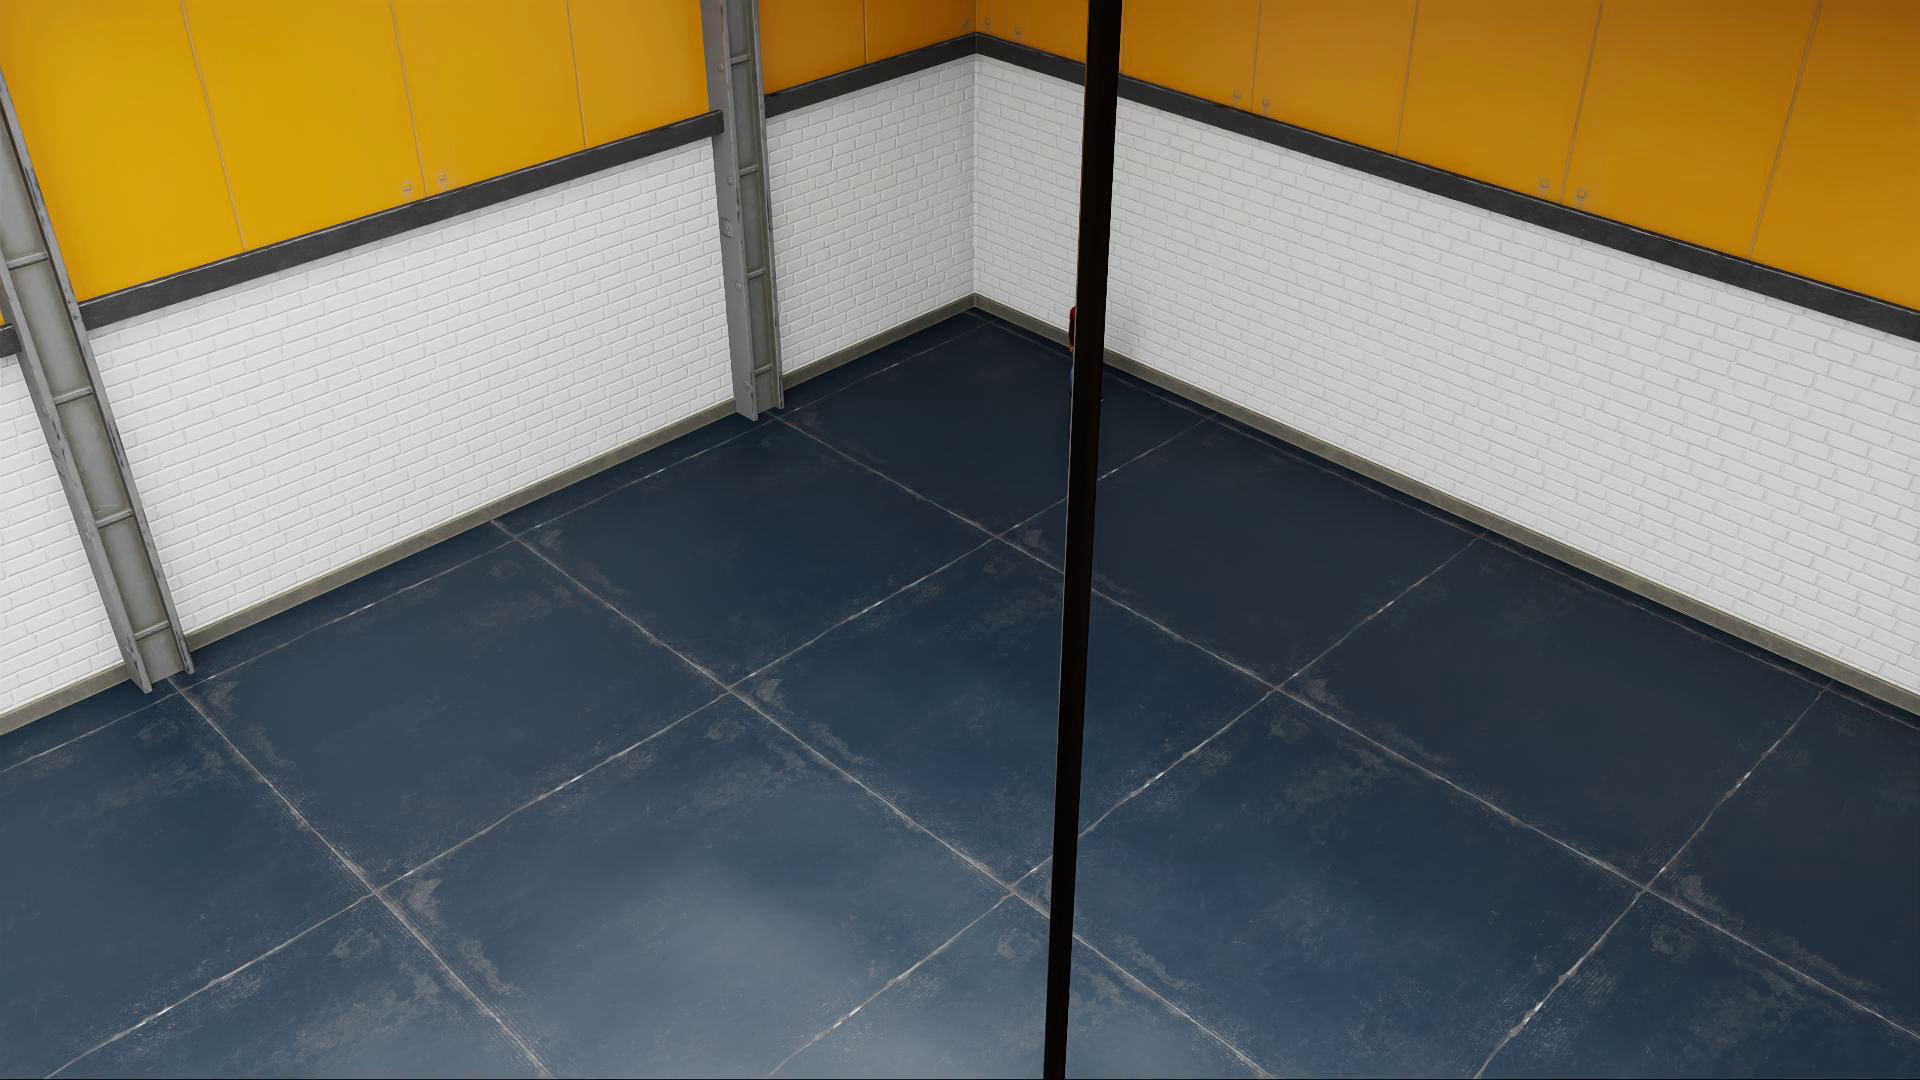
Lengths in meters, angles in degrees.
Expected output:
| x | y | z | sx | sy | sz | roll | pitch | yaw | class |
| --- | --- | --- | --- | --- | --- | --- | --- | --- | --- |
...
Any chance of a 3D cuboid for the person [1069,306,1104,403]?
| x | y | z | sx | sy | sz | roll | pitch | yaw | class |
| --- | --- | --- | --- | --- | --- | --- | --- | --- | --- |
| 1.228 | -1.919 | 16.311 | 0.559 | 1.256 | 0.560 | 17 | 37 | 23 | person |
